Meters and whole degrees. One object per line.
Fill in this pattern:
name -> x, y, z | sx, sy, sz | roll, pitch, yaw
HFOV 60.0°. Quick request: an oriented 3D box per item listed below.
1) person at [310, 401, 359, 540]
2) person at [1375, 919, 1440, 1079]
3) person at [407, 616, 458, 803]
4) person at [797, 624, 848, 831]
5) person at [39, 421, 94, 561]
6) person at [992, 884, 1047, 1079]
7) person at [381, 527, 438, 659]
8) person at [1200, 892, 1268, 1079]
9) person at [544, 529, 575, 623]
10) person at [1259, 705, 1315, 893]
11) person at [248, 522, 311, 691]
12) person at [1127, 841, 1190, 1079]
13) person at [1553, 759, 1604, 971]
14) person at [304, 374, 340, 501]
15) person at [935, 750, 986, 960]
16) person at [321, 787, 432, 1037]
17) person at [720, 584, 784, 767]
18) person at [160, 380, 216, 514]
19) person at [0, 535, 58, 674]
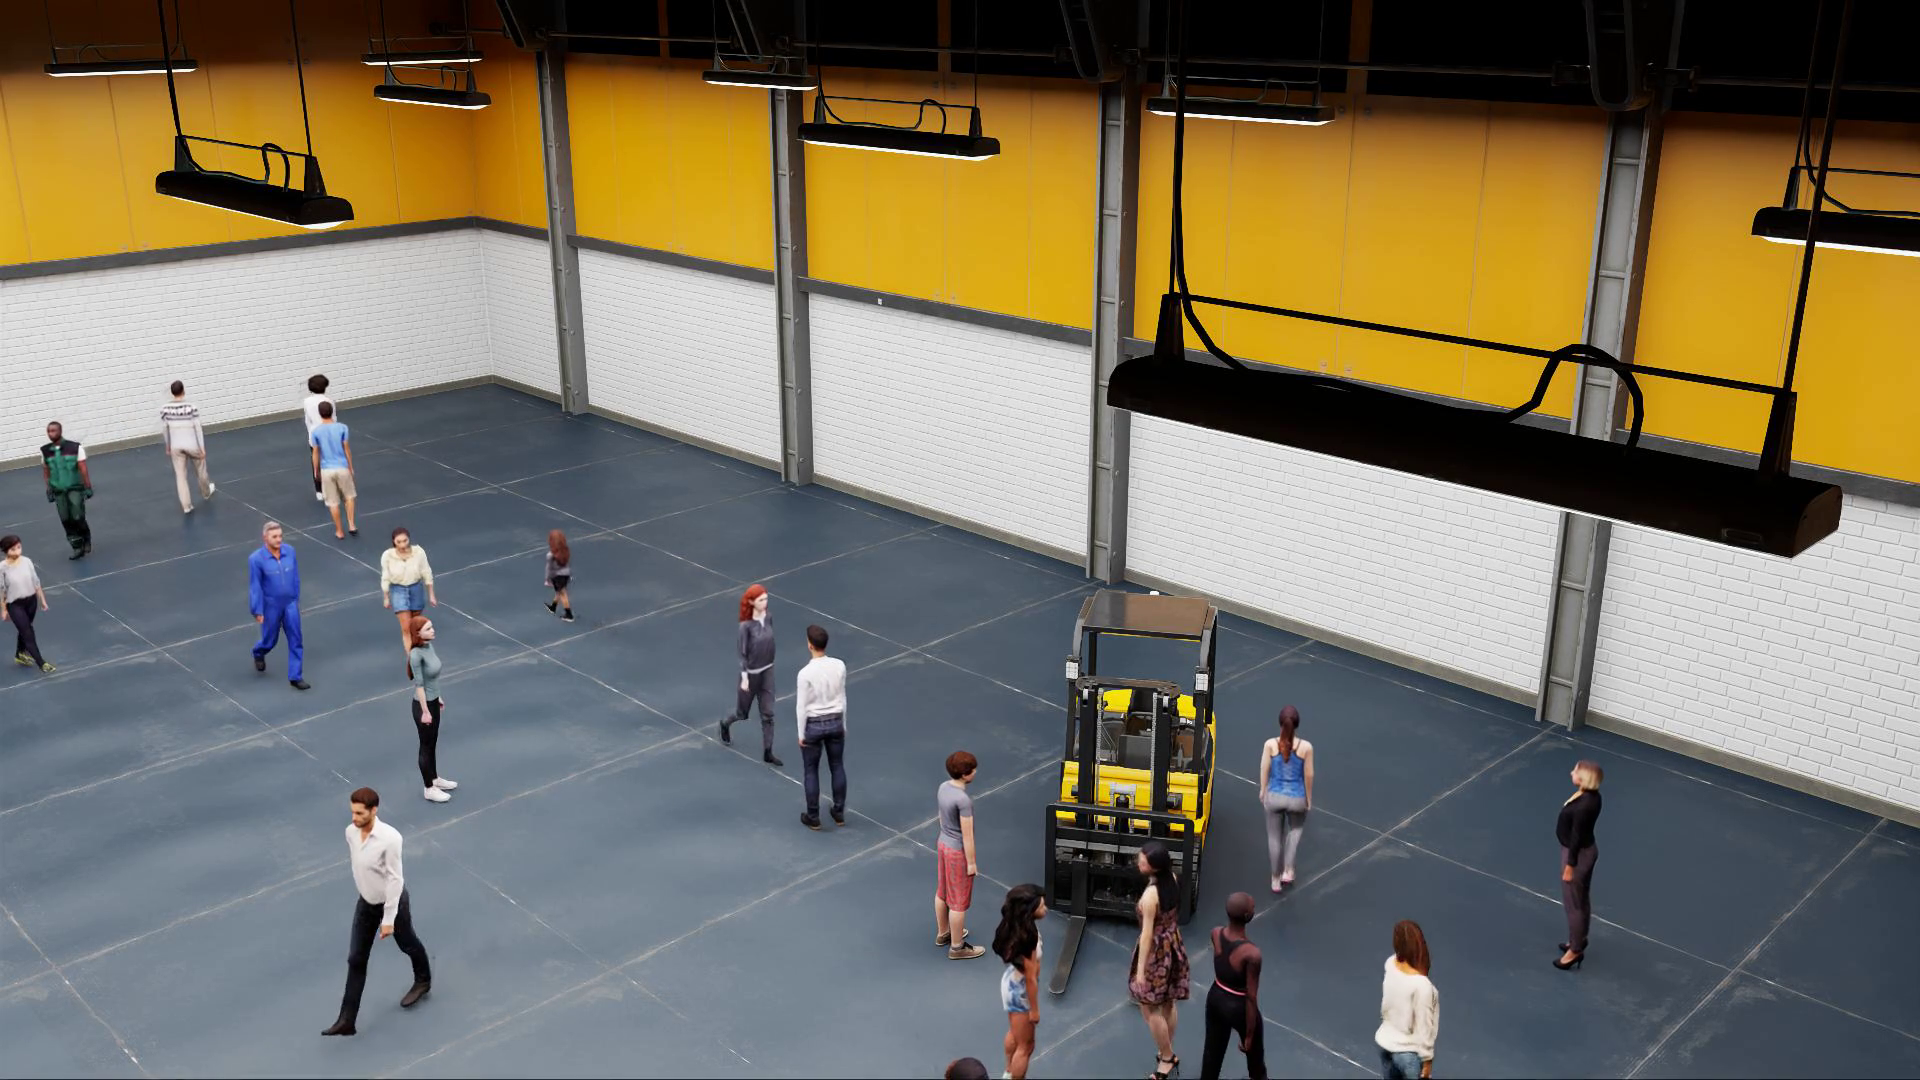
person -> -8.261, -0.906, 22.006 | 0.750, 1.857, 0.769 | -8, 20, -24
person -> 2.736, 3.156, 10.260 | 0.867, 1.654, 0.693 | -2, 19, -6
person -> -4.808, 1.505, 15.024 | 0.726, 1.742, 0.669 | 0, 19, 1
person -> -1.170, 1.626, 14.476 | 0.703, 1.863, 0.695 | -10, 21, -27
person -> -11.392, -0.654, 21.309 | 0.855, 1.823, 0.902 | -3, 19, -8
person -> 0.394, 2.973, 10.858 | 0.732, 1.621, 0.666 | -2, 19, -5
person -> -5.959, 0.601, 17.966 | 0.975, 1.580, 1.237 | -9, 20, -24
person -> 1.640, 3.034, 10.489 | 0.698, 1.739, 0.917 | -17, 25, -40
person -> -4.600, 0.422, 19.269 | 0.767, 1.086, 0.592 | 10, 21, 28
person -> 2.628, 2.119, 13.419 | 0.680, 1.604, 0.754 | 3, 19, 10
person -> -7.187, 0.670, 17.419 | 1.095, 1.798, 0.782 | 15, 24, 38
person -> 1.323, 2.809, 11.115 | 0.739, 1.766, 0.814 | 16, 24, 39
person -> 4.642, 2.417, 12.437 | 0.620, 1.667, 0.640 | 11, 22, 30
person -> -9.126, -1.432, 23.706 | 1.106, 1.768, 1.175 | 0, 19, 0
person -> -0.033, 2.367, 12.614 | 0.716, 1.648, 0.557 | -9, 21, -25
person -> -4.018, 2.552, 11.787 | 1.218, 1.824, 1.051 | 7, 20, 21
person -> -1.989, 1.259, 15.734 | 1.037, 1.757, 0.629 | 17, 25, 41
person -> -10.791, -1.260, 23.120 | 1.114, 1.816, 1.269 | -3, 19, -10
person -> -10.103, 0.683, 17.832 | 1.082, 1.508, 0.763 | 10, 21, 27
